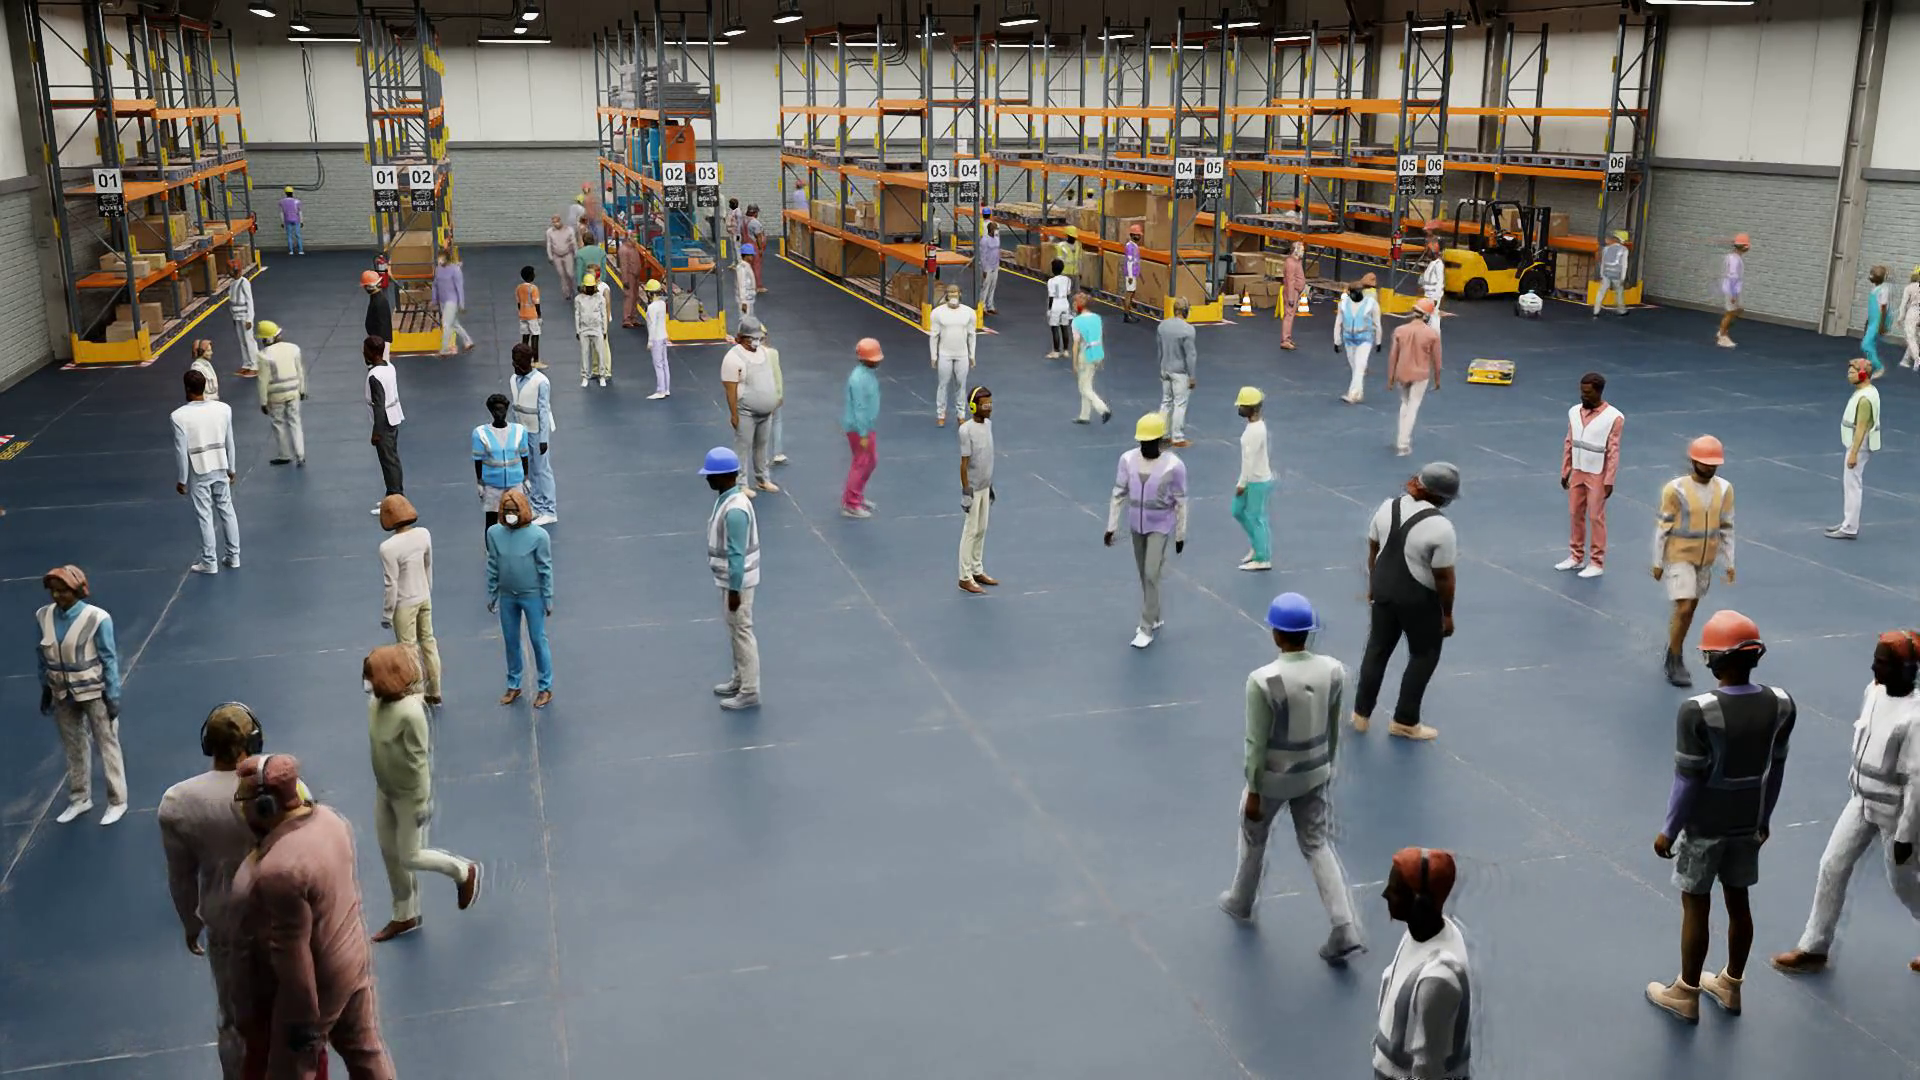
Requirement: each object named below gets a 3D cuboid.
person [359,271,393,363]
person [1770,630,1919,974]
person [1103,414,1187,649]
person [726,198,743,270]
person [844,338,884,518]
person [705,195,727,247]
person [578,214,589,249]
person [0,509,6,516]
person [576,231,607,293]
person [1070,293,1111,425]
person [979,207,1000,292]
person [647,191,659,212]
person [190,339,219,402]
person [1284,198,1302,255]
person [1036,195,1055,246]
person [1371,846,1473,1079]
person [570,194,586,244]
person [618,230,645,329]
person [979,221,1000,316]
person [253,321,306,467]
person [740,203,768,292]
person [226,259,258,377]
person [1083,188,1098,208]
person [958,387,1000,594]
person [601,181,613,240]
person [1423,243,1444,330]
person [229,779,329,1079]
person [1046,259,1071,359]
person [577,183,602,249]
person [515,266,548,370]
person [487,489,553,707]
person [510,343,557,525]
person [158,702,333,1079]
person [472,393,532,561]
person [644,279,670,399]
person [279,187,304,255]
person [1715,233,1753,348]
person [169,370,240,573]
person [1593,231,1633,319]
[{"bbox_3d":[-8.307,-2.850,23.769,0.393,1.985,0.611,-6,16,-22],"label":"person"},{"bbox_3d":[4.689,1.332,8.304,0.948,1.842,0.611,0,15,-1],"label":"person"},{"bbox_3d":[1.484,-0.080,13.532,0.613,1.891,0.884,11,18,36],"label":"person"},{"bbox_3d":[-5.863,-7.956,43.259,0.429,1.841,0.633,-8,17,-26],"label":"person"},{"bbox_3d":[-1.016,-1.179,17.546,0.535,1.947,0.644,3,15,11],"label":"person"},{"bbox_3d":[-7.290,-9.678,49.631,0.622,1.913,1.102,-4,15,-13],"label":"person"},{"bbox_3d":[-9.072,-7.046,40.222,0.308,1.640,0.511,-4,15,-15],"label":"person"},{"bbox_3d":[-10.403,-1.145,17.441,0.372,1.940,0.630,0,15,0],"label":"person"},{"bbox_3d":[-6.953,-4.858,31.426,0.626,1.934,0.373,-13,19,-39],"label":"person"},{"bbox_3d":[1.789,-2.422,22.496,0.677,1.813,0.618,12,19,38],"label":"person"},{"bbox_3d":[0.619,-6.653,38.163,0.604,1.942,0.402,-3,15,-13],"label":"person"},{"bbox_3d":[-8.726,-8.885,46.755,0.625,1.843,0.430,11,18,35],"label":"person"},{"bbox_3d":[-8.836,-1.536,19.497,0.314,1.634,0.514,-3,15,-10],"label":"person"},{"bbox_3d":[8.604,-7.855,42.785,0.539,1.905,0.982,-4,15,-13],"label":"person"},{"bbox_3d":[2.417,-8.641,45.964,0.639,1.793,0.691,2,15,6],"label":"person"},{"bbox_3d":[1.626,1.960,5.891,0.464,1.866,0.598,3,15,12],"label":"person"},{"bbox_3d":[-10.558,-8.600,45.759,0.605,1.804,0.649,13,19,39],"label":"person"},{"bbox_3d":[-6.371,-5.061,32.274,0.401,1.901,0.649,3,15,10],"label":"person"},{"bbox_3d":[0.617,-5.550,34.044,0.383,1.931,0.630,9,18,32],"label":"person"},{"bbox_3d":[-8.118,-1.743,19.956,0.552,1.799,0.682,9,18,31],"label":"person"},{"bbox_3d":[-4.711,-6.740,38.300,0.538,2.000,0.684,-12,19,-39],"label":"person"},{"bbox_3d":[-11.471,-3.550,26.594,0.357,1.885,0.574,-14,20,-43],"label":"person"},{"bbox_3d":[3.680,-9.048,47.275,0.630,1.894,0.545,3,15,11],"label":"person"},{"bbox_3d":[0.174,-0.463,15.006,0.312,1.869,0.537,8,17,27],"label":"person"},{"bbox_3d":[-10.400,-9.655,49.373,0.390,1.986,0.609,3,15,12],"label":"person"},{"bbox_3d":[8.391,-4.332,29.538,0.358,1.885,0.572,0,15,2],"label":"person"},{"bbox_3d":[-2.690,1.783,6.796,0.743,1.732,0.518,-2,15,-7],"label":"person"},{"bbox_3d":[1.676,-3.949,28.455,0.317,1.696,0.540,14,20,42],"label":"person"},{"bbox_3d":[-10.960,-9.469,48.768,0.986,1.936,0.643,3,15,9],"label":"person"},{"bbox_3d":[-7.056,-3.648,27.322,0.532,1.697,0.320,11,18,35],"label":"person"},{"bbox_3d":[-3.203,0.421,12.151,0.502,1.629,0.278,3,15,12],"label":"person"},{"bbox_3d":[-4.458,-1.113,17.388,0.584,1.911,0.391,12,19,39],"label":"person"},{"bbox_3d":[-2.998,1.614,7.065,0.627,1.937,0.372,-2,15,-7],"label":"person"},{"bbox_3d":[-4.295,-0.542,15.635,0.535,1.697,0.322,-7,16,-25],"label":"person"},{"bbox_3d":[-4.501,-2.972,24.648,0.308,1.769,0.524,3,15,10],"label":"person"},{"bbox_3d":[-19.010,-9.073,47.311,0.585,1.920,0.383,-5,16,-18],"label":"person"},{"bbox_3d":[13.823,-4.443,29.670,0.440,2.027,0.644,8,17,27],"label":"person"},{"bbox_3d":[-7.055,-0.640,15.579,0.391,1.920,0.593,10,18,32],"label":"person"},{"bbox_3d":[13.236,-5.352,33.615,0.950,1.770,0.658,-9,17,-30],"label":"person"}]
